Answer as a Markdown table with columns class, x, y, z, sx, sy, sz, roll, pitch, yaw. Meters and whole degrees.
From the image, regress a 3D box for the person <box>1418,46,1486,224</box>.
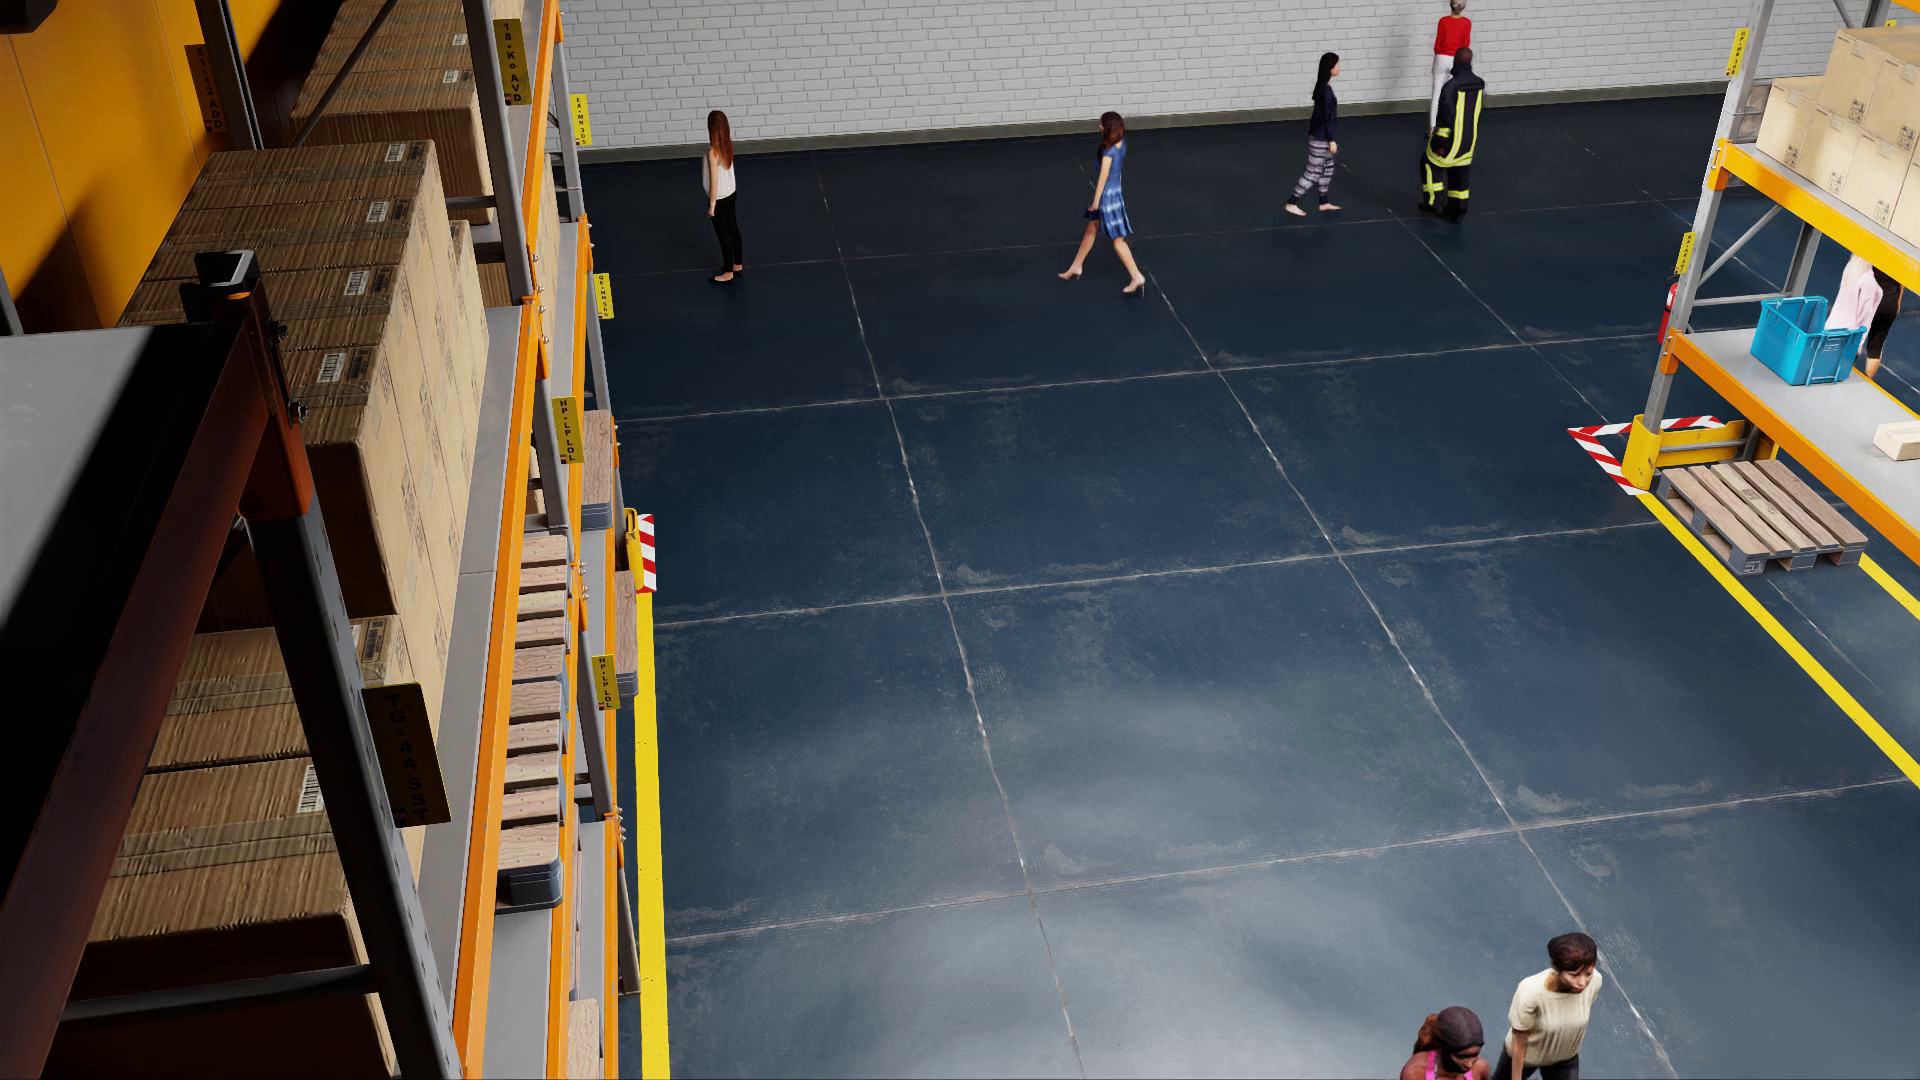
| class | x | y | z | sx | sy | sz | roll | pitch | yaw |
| --- | --- | --- | --- | --- | --- | --- | --- | --- | --- |
| person | 5.204 | -4.204 | 17.355 | 0.873 | 1.797 | 0.940 | -16 | 37 | -23 |

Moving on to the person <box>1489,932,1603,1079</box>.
| class | x | y | z | sx | sy | sz | roll | pitch | yaw |
| --- | --- | --- | --- | --- | --- | --- | --- | --- | --- |
| person | 2.665 | 2.326 | 7.747 | 0.592 | 1.557 | 0.918 | -6 | 34 | -9 |

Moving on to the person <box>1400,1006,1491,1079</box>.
| class | x | y | z | sx | sy | sz | roll | pitch | yaw |
| --- | --- | --- | --- | --- | --- | --- | --- | --- | --- |
| person | 2.019 | 2.587 | 7.226 | 0.592 | 1.699 | 0.958 | -4 | 34 | -7 |

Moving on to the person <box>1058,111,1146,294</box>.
| class | x | y | z | sx | sy | sz | roll | pitch | yaw |
| --- | --- | --- | --- | --- | --- | --- | --- | --- | --- |
| person | 1.481 | -3.148 | 15.803 | 0.997 | 1.757 | 1.144 | 8 | 34 | 12 |

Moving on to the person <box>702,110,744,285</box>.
| class | x | y | z | sx | sy | sz | roll | pitch | yaw |
| --- | --- | --- | --- | --- | --- | --- | --- | --- | --- |
| person | -2.288 | -3.318 | 16.090 | 0.706 | 1.722 | 0.592 | 11 | 35 | 16 |

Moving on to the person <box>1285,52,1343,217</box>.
| class | x | y | z | sx | sy | sz | roll | pitch | yaw |
| --- | --- | --- | --- | --- | --- | --- | --- | --- | --- |
| person | 3.751 | -4.249 | 17.489 | 0.791 | 1.723 | 0.861 | 2 | 34 | 2 |

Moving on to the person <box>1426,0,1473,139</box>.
| class | x | y | z | sx | sy | sz | roll | pitch | yaw |
| --- | --- | --- | --- | --- | --- | --- | --- | --- | --- |
| person | 5.719 | -5.554 | 19.480 | 0.633 | 1.693 | 0.651 | 8 | 35 | 13 |
